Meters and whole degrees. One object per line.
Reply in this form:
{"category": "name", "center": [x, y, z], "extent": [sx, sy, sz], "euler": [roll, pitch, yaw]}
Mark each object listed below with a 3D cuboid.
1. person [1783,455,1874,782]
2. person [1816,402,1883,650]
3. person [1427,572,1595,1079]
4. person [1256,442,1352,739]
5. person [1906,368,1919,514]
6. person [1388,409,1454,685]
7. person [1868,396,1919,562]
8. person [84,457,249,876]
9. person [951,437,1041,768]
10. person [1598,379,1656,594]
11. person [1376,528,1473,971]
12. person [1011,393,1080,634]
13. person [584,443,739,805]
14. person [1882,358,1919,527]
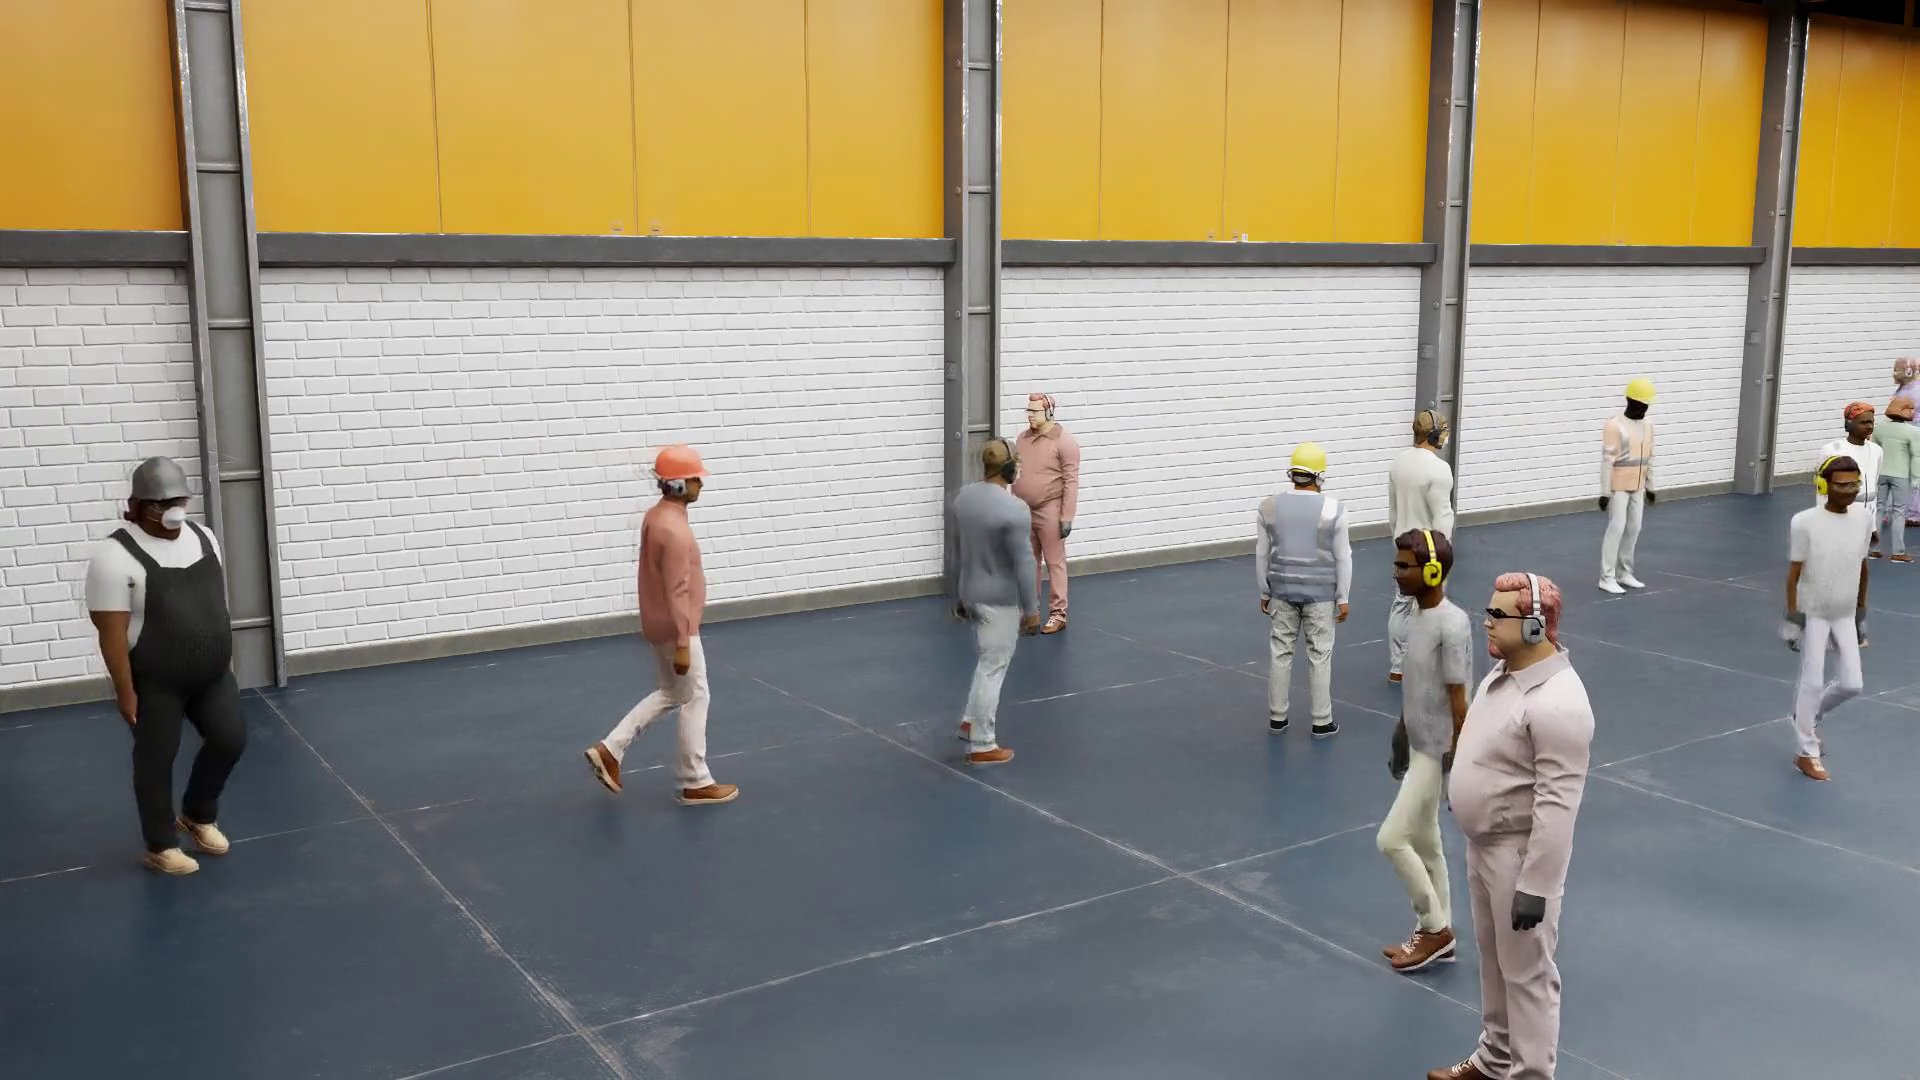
{"category": "person", "center": [4.917, 0.428, 9.481], "extent": [0.510, 1.860, 0.463], "euler": [-1, 9, -4]}
{"category": "person", "center": [6.739, -0.107, 12.631], "extent": [0.572, 1.883, 0.358], "euler": [-3, 10, -19]}
{"category": "person", "center": [1.844, 1.049, 5.591], "extent": [0.410, 1.909, 0.643], "euler": [0, 9, 0]}
{"category": "person", "center": [2.122, 0.312, 10.255], "extent": [0.590, 1.833, 0.403], "euler": [5, 11, 26]}
{"category": "person", "center": [11.319, -1.218, 19.442], "extent": [0.574, 1.858, 0.824], "euler": [8, 12, 41]}
{"category": "person", "center": [3.155, 0.077, 11.354], "extent": [0.372, 1.940, 0.627], "euler": [-3, 10, -18]}
{"category": "person", "center": [9.178, -0.600, 16.347], "extent": [0.287, 1.631, 0.501], "euler": [-5, 11, -29]}
{"category": "person", "center": [-3.745, 0.595, 7.924], "extent": [0.539, 2.000, 0.702], "euler": [5, 11, 27]}
{"category": "person", "center": [0.203, 0.364, 9.662], "extent": [0.485, 1.925, 0.628], "euler": [-6, 11, -30]}
{"category": "person", "center": [5.917, -0.480, 14.807], "extent": [0.625, 1.904, 0.484], "euler": [-5, 11, -29]}
{"category": "person", "center": [1.884, 0.870, 6.833], "extent": [0.469, 1.849, 0.570], "euler": [0, 9, 0]}
{"category": "person", "center": [0.633, -0.215, 13.208], "extent": [0.651, 1.907, 0.409], "euler": [9, 13, 44]}
{"category": "person", "center": [-1.601, 0.466, 8.876], "extent": [0.712, 1.977, 0.619], "euler": [-4, 10, -24]}
{"category": "person", "center": [10.317, -1.069, 18.424], "extent": [0.836, 1.875, 0.682], "euler": [2, 10, 14]}
